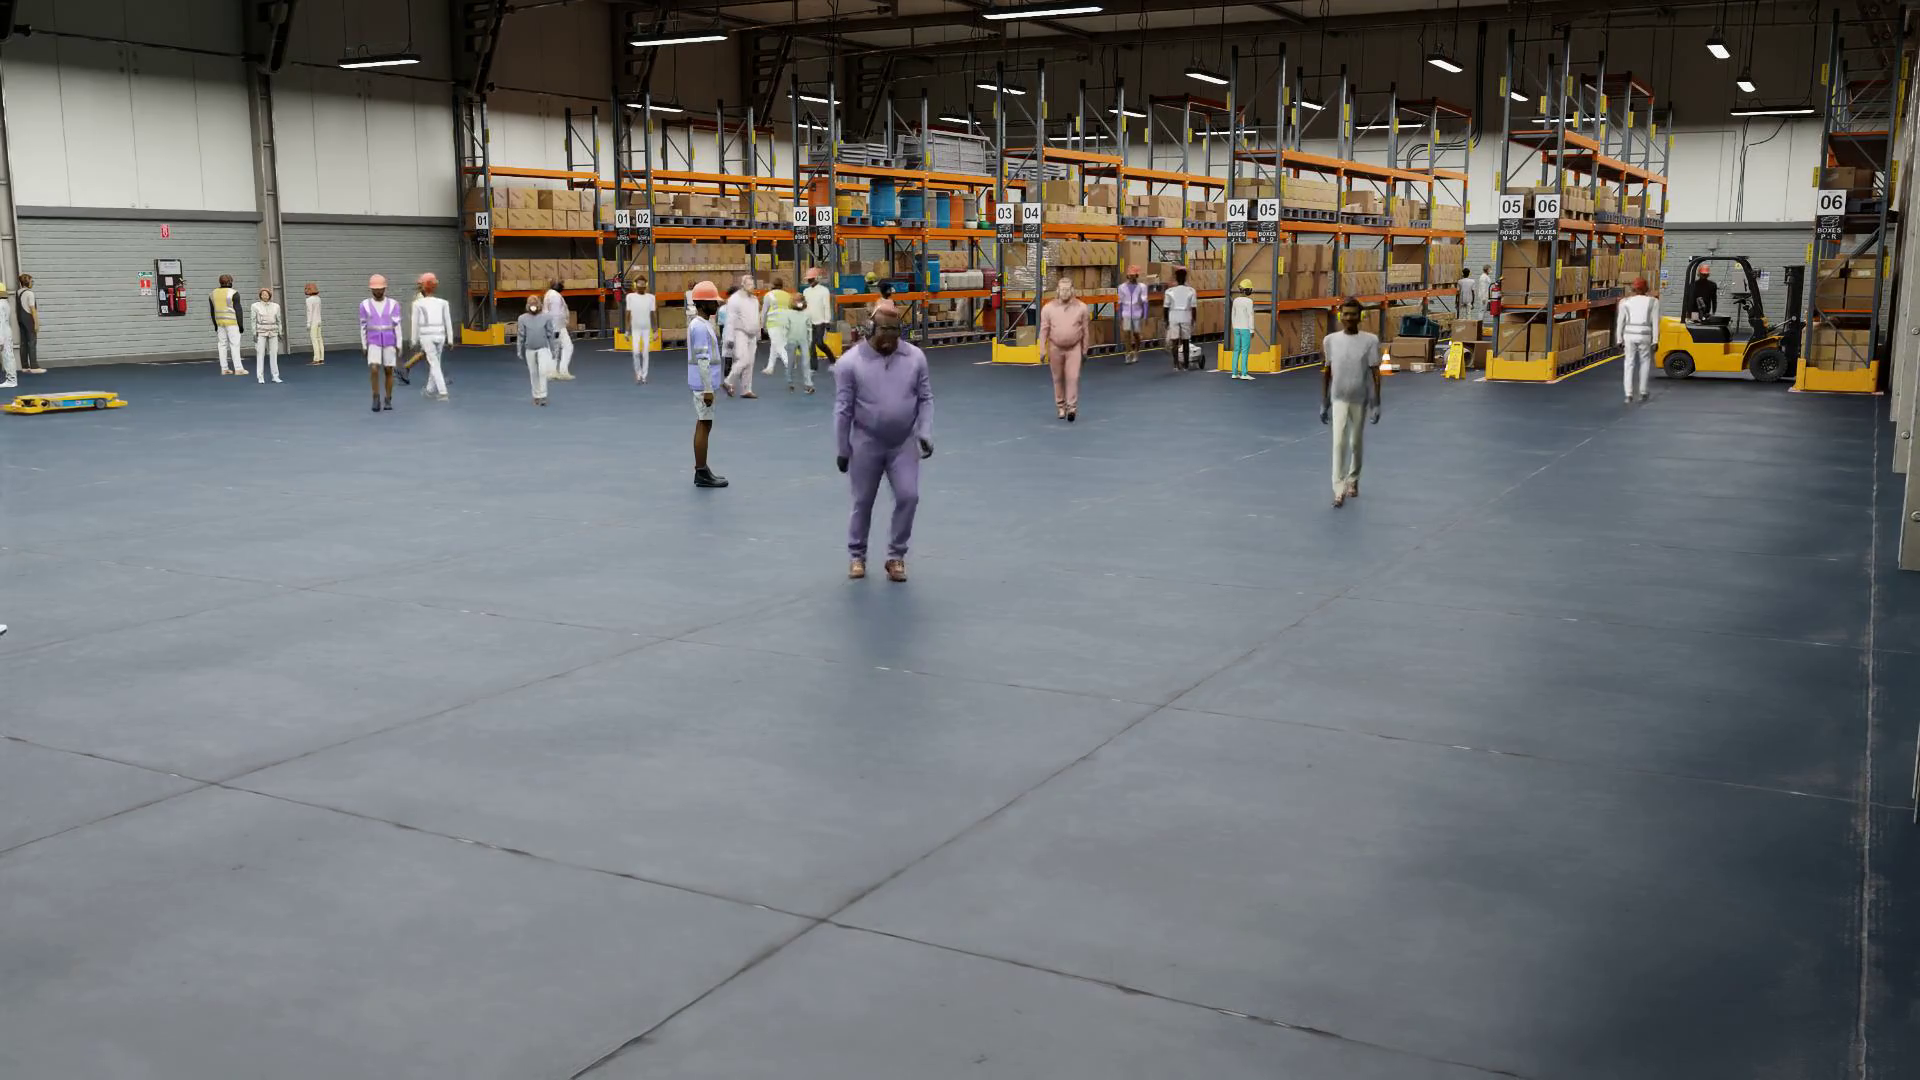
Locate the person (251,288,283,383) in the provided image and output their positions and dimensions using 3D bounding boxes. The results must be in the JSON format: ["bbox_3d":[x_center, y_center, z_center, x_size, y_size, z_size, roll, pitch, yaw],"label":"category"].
[{"bbox_3d":[-11.902,-3.509,28.562,0.512,1.638,0.312,-9,13,-42],"label":"person"}]

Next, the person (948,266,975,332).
[{"bbox_3d":[0.073,-6.793,47.012,0.649,1.893,0.985,9,13,42],"label":"person"}]

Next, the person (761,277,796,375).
[{"bbox_3d":[-3.304,-3.915,30.490,0.935,1.802,0.619,9,13,41],"label":"person"}]

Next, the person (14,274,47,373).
[{"bbox_3d":[-17.342,-4.021,30.953,0.508,1.844,0.336,5,11,28],"label":"person"}]

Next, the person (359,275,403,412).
[{"bbox_3d":[-8.099,-2.744,23.314,0.547,1.907,0.842,-4,10,-20],"label":"person"}]

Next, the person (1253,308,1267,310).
[{"bbox_3d":[7.594,-6.042,42.548,0.643,1.928,0.597,6,11,30],"label":"person"}]

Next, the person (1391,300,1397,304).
[{"bbox_3d":[12.472,-7.096,48.383,0.739,2.000,0.697,5,11,29],"label":"person"}]

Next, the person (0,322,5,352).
[{"bbox_3d":[-15.244,-3.128,25.918,0.608,1.777,0.955,-3,10,-19],"label":"person"}]

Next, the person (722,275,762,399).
[{"bbox_3d":[-3.296,-3.091,25.374,0.474,1.888,0.658,5,11,29],"label":"person"}]

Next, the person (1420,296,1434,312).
[{"bbox_3d":[13.151,-6.812,46.905,0.714,2.005,0.624,5,11,27],"label":"person"}]

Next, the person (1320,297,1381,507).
[{"bbox_3d":[3.468,-1.239,14.741,0.535,1.832,0.953,3,10,16],"label":"person"}]

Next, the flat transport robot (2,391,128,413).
[{"bbox_3d":[-12.628,-1.959,23.482,0.652,0.197,1.431,7,12,34],"label":"flat transport robot"}]

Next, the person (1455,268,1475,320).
[{"bbox_3d":[13.565,-6.369,44.669,0.509,1.860,0.333,2,10,13],"label":"person"}]

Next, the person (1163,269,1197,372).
[{"bbox_3d":[4.131,-4.117,31.277,0.626,1.943,0.689,1,10,5],"label":"person"}]

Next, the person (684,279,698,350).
[{"bbox_3d":[-6.180,-5.222,38.584,0.514,1.641,0.308,6,11,32],"label":"person"}]

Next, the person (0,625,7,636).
[{"bbox_3d":[-5.855,-0.290,9.022,0.980,1.871,0.604,-7,12,-35],"label":"person"}]

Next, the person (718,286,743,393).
[{"bbox_3d":[-3.587,-3.188,26.510,0.535,1.697,0.318,2,10,9],"label":"person"}]

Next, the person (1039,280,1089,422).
[{"bbox_3d":[1.369,-2.497,21.998,0.665,1.850,0.998,1,10,4],"label":"person"}]

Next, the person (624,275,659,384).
[{"bbox_3d":[-5.378,-3.544,28.133,0.569,1.850,0.617,-3,10,-16],"label":"person"}]

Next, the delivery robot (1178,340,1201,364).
[{"bbox_3d":[4.389,-3.601,31.990,0.477,0.478,0.707,5,11,26],"label":"delivery robot"}]

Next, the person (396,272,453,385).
[{"bbox_3d":[-9.046,-3.539,27.984,0.830,1.912,0.543,-5,11,-27],"label":"person"}]

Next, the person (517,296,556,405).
[{"bbox_3d":[-6.180,-2.746,24.214,0.528,1.597,0.815,-1,10,-7],"label":"person"}]

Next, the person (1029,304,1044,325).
[{"bbox_3d":[1.772,-5.260,37.994,0.391,1.918,0.590,-4,10,-22],"label":"person"}]

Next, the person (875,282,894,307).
[{"bbox_3d":[-1.441,-4.092,31.854,0.687,1.681,0.545,5,11,29],"label":"person"}]

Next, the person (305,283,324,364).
[{"bbox_3d":[-13.015,-4.347,33.482,0.280,1.633,0.500,1,10,3],"label":"person"}]

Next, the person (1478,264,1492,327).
[{"bbox_3d":[15.142,-6.974,47.965,0.355,1.938,0.637,4,10,22],"label":"person"}]

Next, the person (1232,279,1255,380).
[{"bbox_3d":[5.011,-3.703,29.321,0.317,1.767,0.535,-5,11,-29],"label":"person"}]

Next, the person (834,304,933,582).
[{"bbox_3d":[-0.510,-0.644,11.175,0.662,1.858,0.672,-3,10,-18],"label":"person"}]

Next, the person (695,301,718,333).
[{"bbox_3d":[-5.532,-4.849,36.404,0.514,1.640,0.309,0,10,3],"label":"person"}]

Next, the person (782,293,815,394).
[{"bbox_3d":[-2.555,-3.096,26.292,0.518,1.591,0.855,-3,10,-19],"label":"person"}]

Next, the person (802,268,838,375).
[{"bbox_3d":[-2.607,-4.002,30.519,0.625,1.962,0.573,7,12,36],"label":"person"}]

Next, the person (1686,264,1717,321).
[{"bbox_3d":[16.291,-5.055,36.571,0.631,1.991,0.395,3,10,18],"label":"person"}]

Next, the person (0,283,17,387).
[{"bbox_3d":[-15.967,-3.418,27.718,0.300,1.743,0.493,-4,10,-20],"label":"person"}]

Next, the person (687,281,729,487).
[{"bbox_3d":[-2.393,-1.468,15.737,0.357,1.938,0.545,-2,10,-11],"label":"person"}]

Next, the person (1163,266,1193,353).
[{"bbox_3d":[4.915,-5.156,37.243,0.608,1.969,0.878,8,13,39],"label":"person"}]

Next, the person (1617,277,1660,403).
[{"bbox_3d":[10.166,-2.990,24.904,0.607,1.849,0.849,5,11,28],"label":"person"}]

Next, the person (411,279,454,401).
[{"bbox_3d":[-8.011,-3.024,25.190,0.581,1.825,1.007,-9,13,-44],"label":"person"}]

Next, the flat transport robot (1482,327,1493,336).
[{"bbox_3d":[14.098,-5.724,45.523,0.652,0.197,1.431,-6,11,-30],"label":"flat transport robot"}]

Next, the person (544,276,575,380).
[{"bbox_3d":[-7.019,-3.715,29.243,0.567,1.826,0.629,-5,11,-28],"label":"person"}]

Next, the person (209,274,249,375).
[{"bbox_3d":[-13.435,-3.954,30.568,0.619,1.845,0.430,3,10,15],"label":"person"}]

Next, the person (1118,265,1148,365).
[{"bbox_3d":[3.507,-4.565,33.684,0.624,2.010,0.999,2,10,11],"label":"person"}]

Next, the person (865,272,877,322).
[{"bbox_3d":[-2.125,-5.700,40.982,0.406,1.793,0.743,2,10,10],"label":"person"}]
